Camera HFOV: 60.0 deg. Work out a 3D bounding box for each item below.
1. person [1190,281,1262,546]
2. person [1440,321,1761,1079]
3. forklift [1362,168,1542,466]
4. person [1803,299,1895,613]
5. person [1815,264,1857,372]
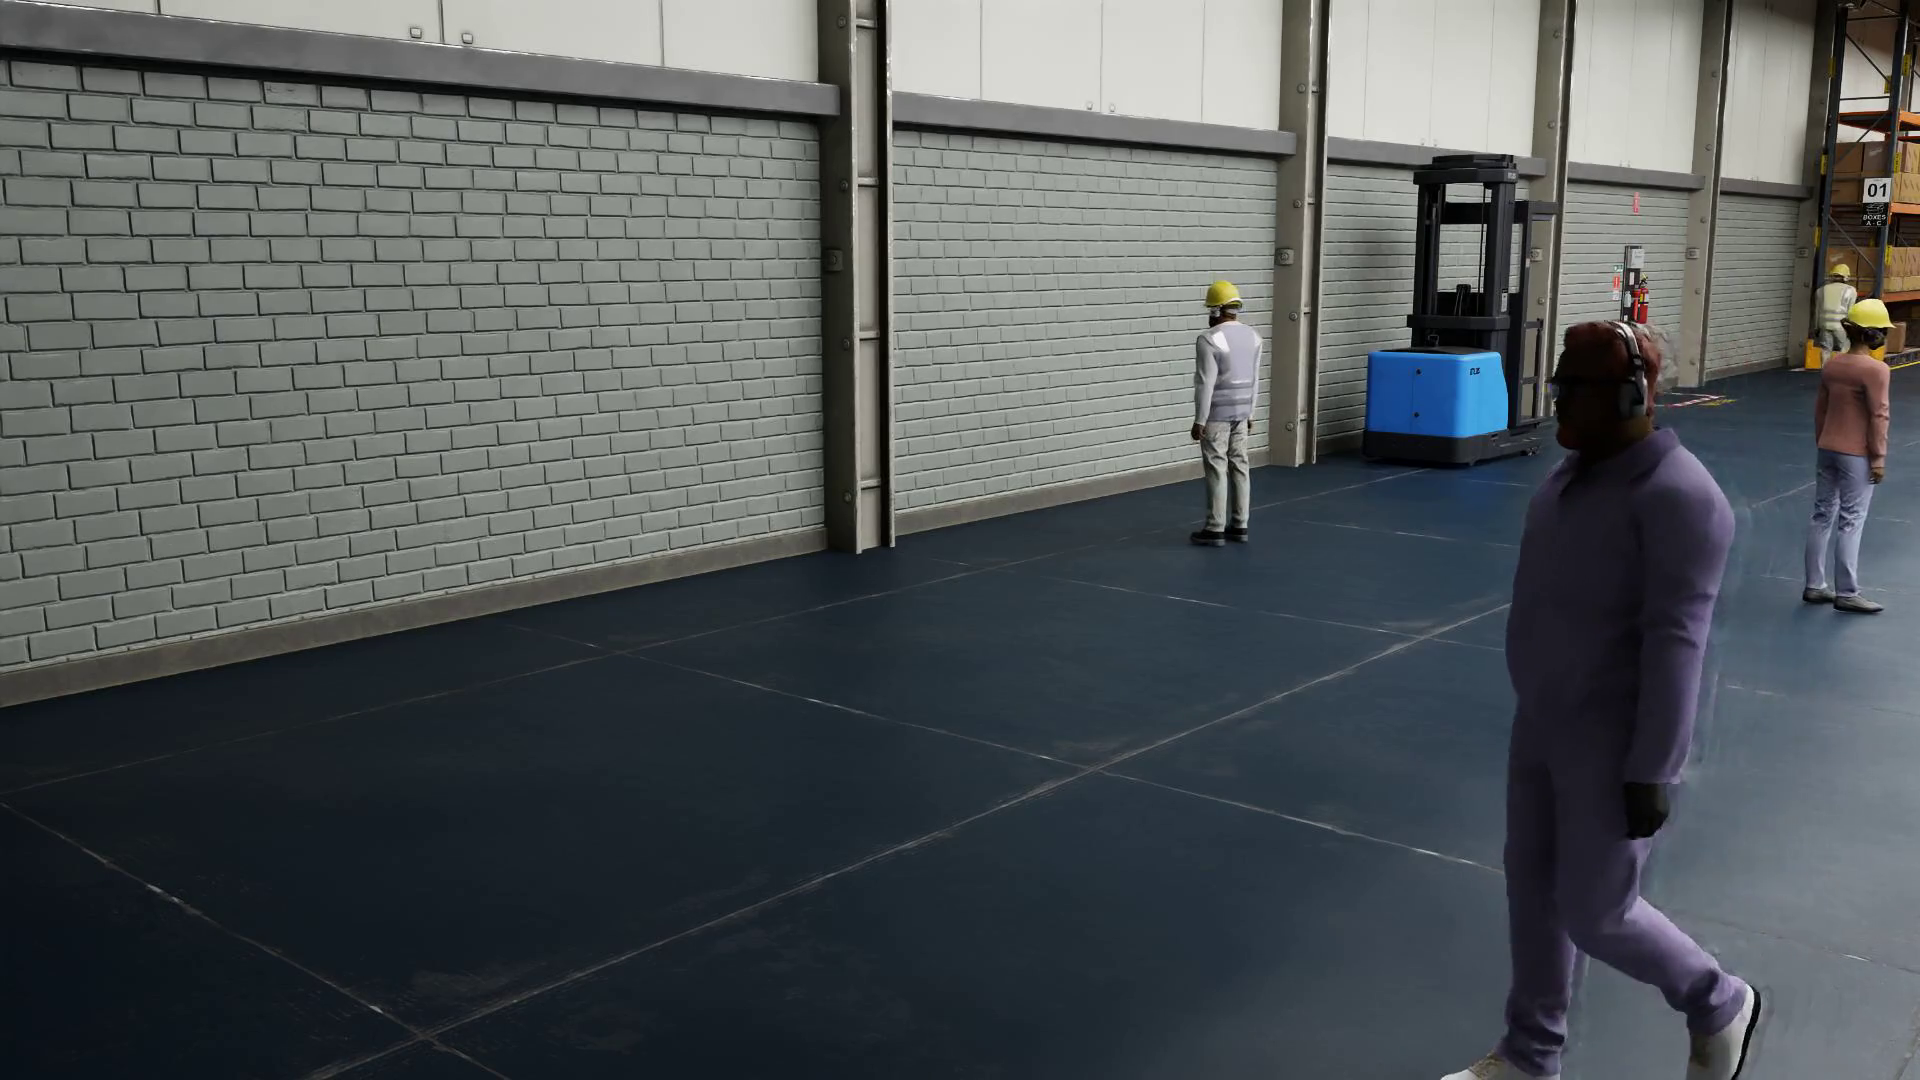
[{"bbox_3d":[1.829,-0.885,11.600,0.600,1.827,0.404,-8,13,-38],"label":"person"},{"bbox_3d":[1.514,0.438,3.880,0.624,1.893,0.659,-2,10,-10],"label":"person"},{"bbox_3d":[4.875,-2.212,16.287,1.129,2.768,1.873,8,13,40],"label":"forklift"},{"bbox_3d":[5.100,-0.487,9.512,0.331,1.768,0.526,-2,10,-9],"label":"person"},{"bbox_3d":[13.033,-3.194,24.770,0.417,1.815,0.606,-9,13,-41],"label":"person"}]
